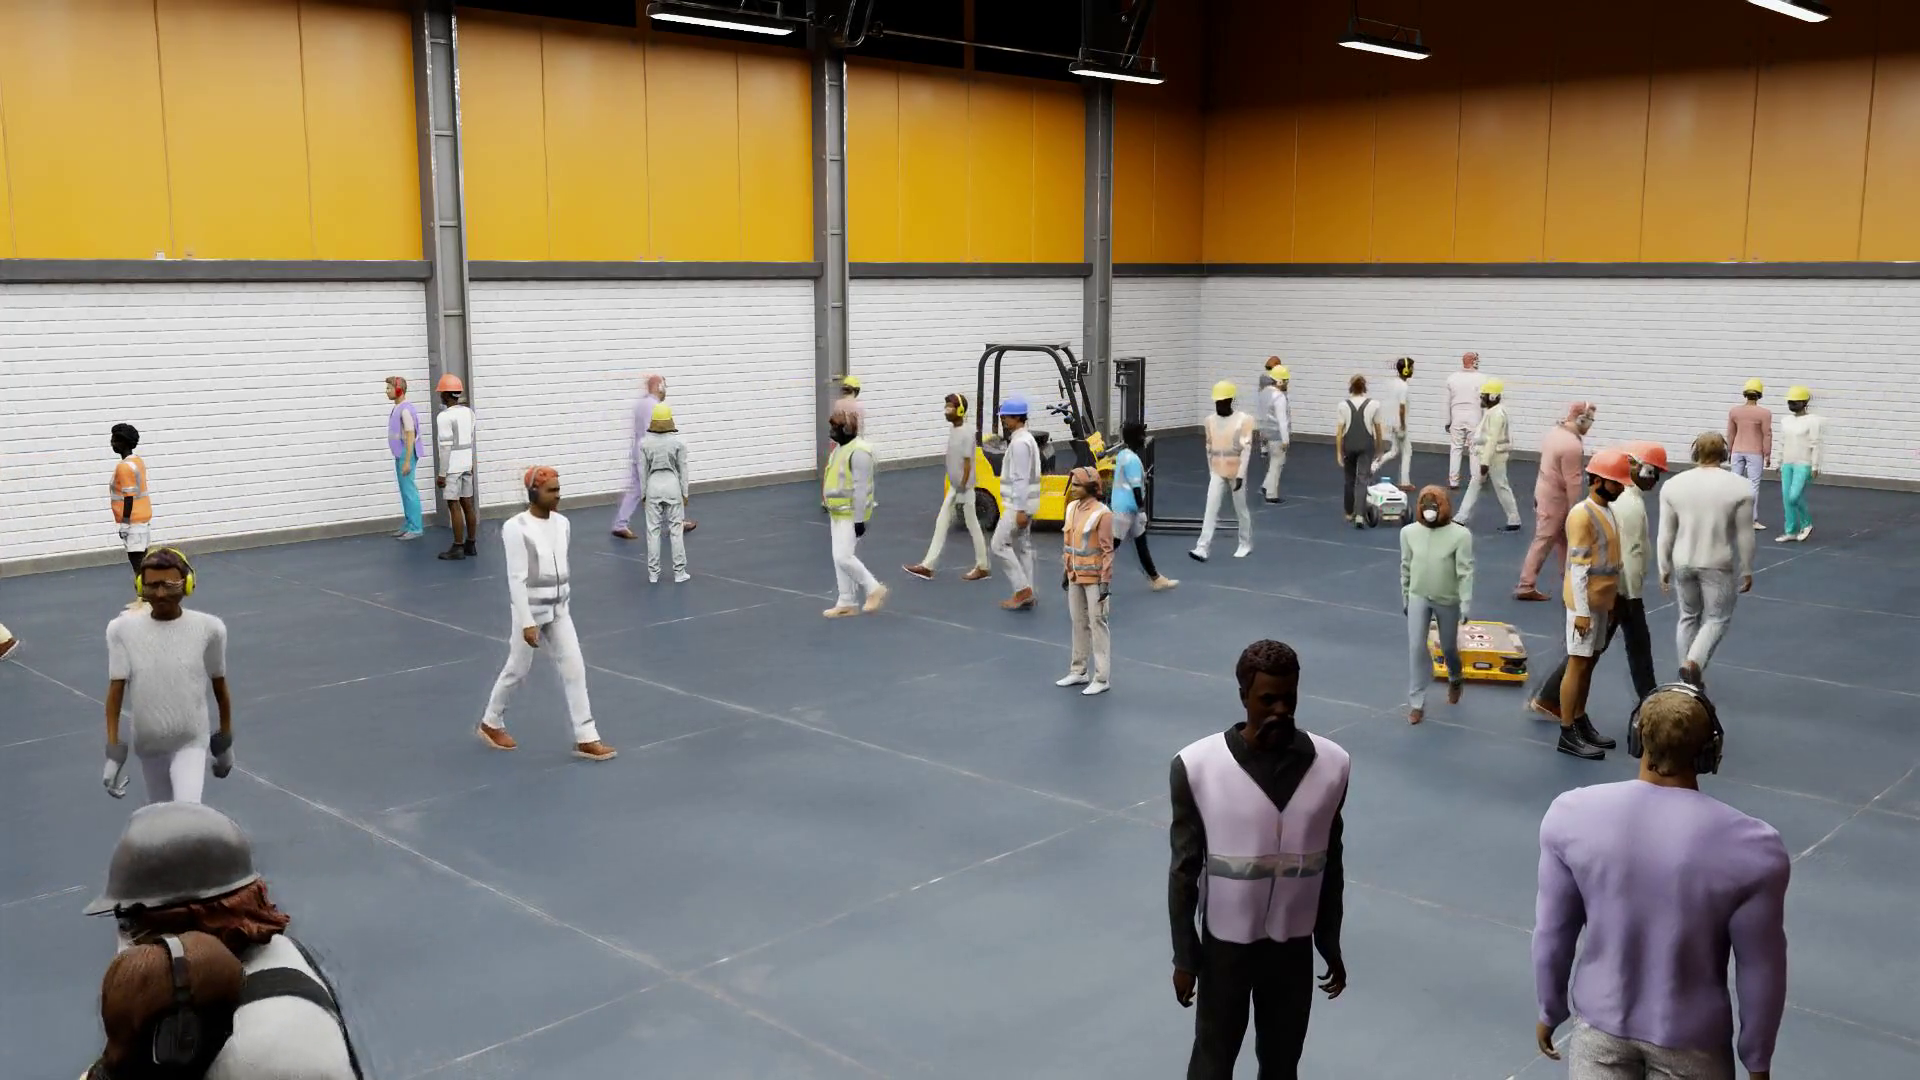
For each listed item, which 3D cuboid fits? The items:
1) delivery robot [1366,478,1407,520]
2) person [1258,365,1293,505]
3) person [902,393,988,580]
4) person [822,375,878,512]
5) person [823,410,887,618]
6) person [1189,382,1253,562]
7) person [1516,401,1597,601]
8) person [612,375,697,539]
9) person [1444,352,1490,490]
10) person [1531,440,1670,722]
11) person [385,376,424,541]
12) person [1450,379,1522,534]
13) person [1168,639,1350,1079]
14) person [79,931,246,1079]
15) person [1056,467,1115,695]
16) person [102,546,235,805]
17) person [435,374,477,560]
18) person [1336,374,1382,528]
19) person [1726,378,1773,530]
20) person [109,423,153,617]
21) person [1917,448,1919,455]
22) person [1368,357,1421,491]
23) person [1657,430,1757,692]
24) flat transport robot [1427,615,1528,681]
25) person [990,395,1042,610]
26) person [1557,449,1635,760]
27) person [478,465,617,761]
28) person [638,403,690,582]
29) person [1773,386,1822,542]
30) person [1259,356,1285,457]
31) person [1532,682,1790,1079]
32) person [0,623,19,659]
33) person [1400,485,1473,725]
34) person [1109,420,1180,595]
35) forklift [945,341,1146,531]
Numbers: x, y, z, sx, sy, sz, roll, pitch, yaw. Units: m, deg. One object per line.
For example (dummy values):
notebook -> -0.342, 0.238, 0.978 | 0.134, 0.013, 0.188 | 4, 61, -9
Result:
delivery robot -> 5.044, -0.497, 19.730 | 0.477, 0.478, 0.707 | 0, 9, -2
person -> 4.071, -1.345, 21.368 | 0.444, 1.809, 0.616 | -2, 9, -12
person -> -0.110, -0.490, 16.059 | 0.913, 1.830, 0.554 | -4, 10, -25
person -> -1.397, -1.211, 20.825 | 0.526, 1.722, 0.923 | 6, 11, 34
person -> -0.960, -0.217, 14.414 | 0.458, 1.824, 0.646 | -4, 10, -23
person -> 2.753, -0.704, 17.265 | 0.597, 1.871, 1.010 | 7, 12, 37
person -> 5.526, -0.336, 15.084 | 0.907, 1.845, 0.709 | 1, 9, 9
person -> -3.481, -0.928, 18.768 | 0.990, 1.836, 0.704 | -5, 10, -27
person -> 6.967, -1.625, 22.813 | 0.642, 1.905, 0.399 | 6, 11, 32
person -> 4.317, 0.298, 10.977 | 1.010, 1.927, 0.642 | 3, 10, 20
person -> -6.211, -0.918, 18.652 | 0.372, 1.843, 0.570 | -5, 10, -27
person -> 6.055, -0.955, 19.076 | 0.919, 1.783, 0.615 | 2, 9, 11
person -> 0.924, 1.243, 5.176 | 0.593, 1.920, 0.392 | -3, 10, -15
person -> -1.489, 1.634, 3.116 | 0.467, 1.824, 0.638 | -3, 10, -17
person -> 0.908, 0.286, 11.906 | 0.311, 1.636, 0.523 | -6, 11, -32
person -> -3.556, 0.910, 7.528 | 0.508, 1.829, 0.981 | -2, 9, -12
person -> -5.291, -0.760, 17.399 | 0.354, 1.939, 0.545 | 3, 10, 16
person -> 4.702, -1.053, 19.641 | 0.529, 1.805, 0.965 | 3, 10, 18
person -> 9.201, -1.000, 19.389 | 0.310, 1.769, 0.533 | -7, 11, -35
person -> -7.247, -0.175, 14.554 | 0.319, 1.696, 0.532 | -3, 10, -17
person -> 7.099, 0.143, 11.848 | 0.637, 1.942, 0.658 | 6, 11, 31
person -> 5.920, -1.569, 22.650 | 0.720, 1.848, 0.527 | -1, 9, -7
person -> 5.159, 0.196, 11.607 | 0.633, 1.918, 0.711 | 8, 12, 41
flat transport robot -> 3.955, 0.821, 12.802 | 0.652, 0.197, 1.431 | 2, 9, 12
person -> 0.494, -0.317, 14.694 | 0.452, 1.930, 0.648 | 1, 9, 6
person -> 3.971, 0.389, 10.386 | 0.373, 1.928, 0.543 | 7, 11, 36
person -> -2.634, 0.447, 10.338 | 0.988, 1.840, 0.579 | 6, 11, 31
person -> -2.865, -0.456, 16.124 | 0.487, 1.746, 0.290 | 0, 9, -1
person -> 9.223, -0.829, 18.379 | 0.365, 1.751, 0.550 | -3, 10, -20
person -> 5.033, -2.144, 26.816 | 0.285, 1.633, 0.498 | -7, 12, -38
person -> 1.888, 1.337, 4.537 | 0.638, 1.938, 0.356 | 6, 11, 33
person -> -7.726, 0.176, 12.725 | 0.821, 1.595, 0.505 | -6, 11, -31
person -> 3.244, 0.401, 11.317 | 0.510, 1.600, 0.788 | 5, 11, 28
person -> 1.584, -0.300, 15.471 | 0.918, 1.644, 0.545 | 0, 9, -2
forklift -> 0.977, -1.223, 19.452 | 2.313, 2.155, 1.214 | 2, 9, 11
